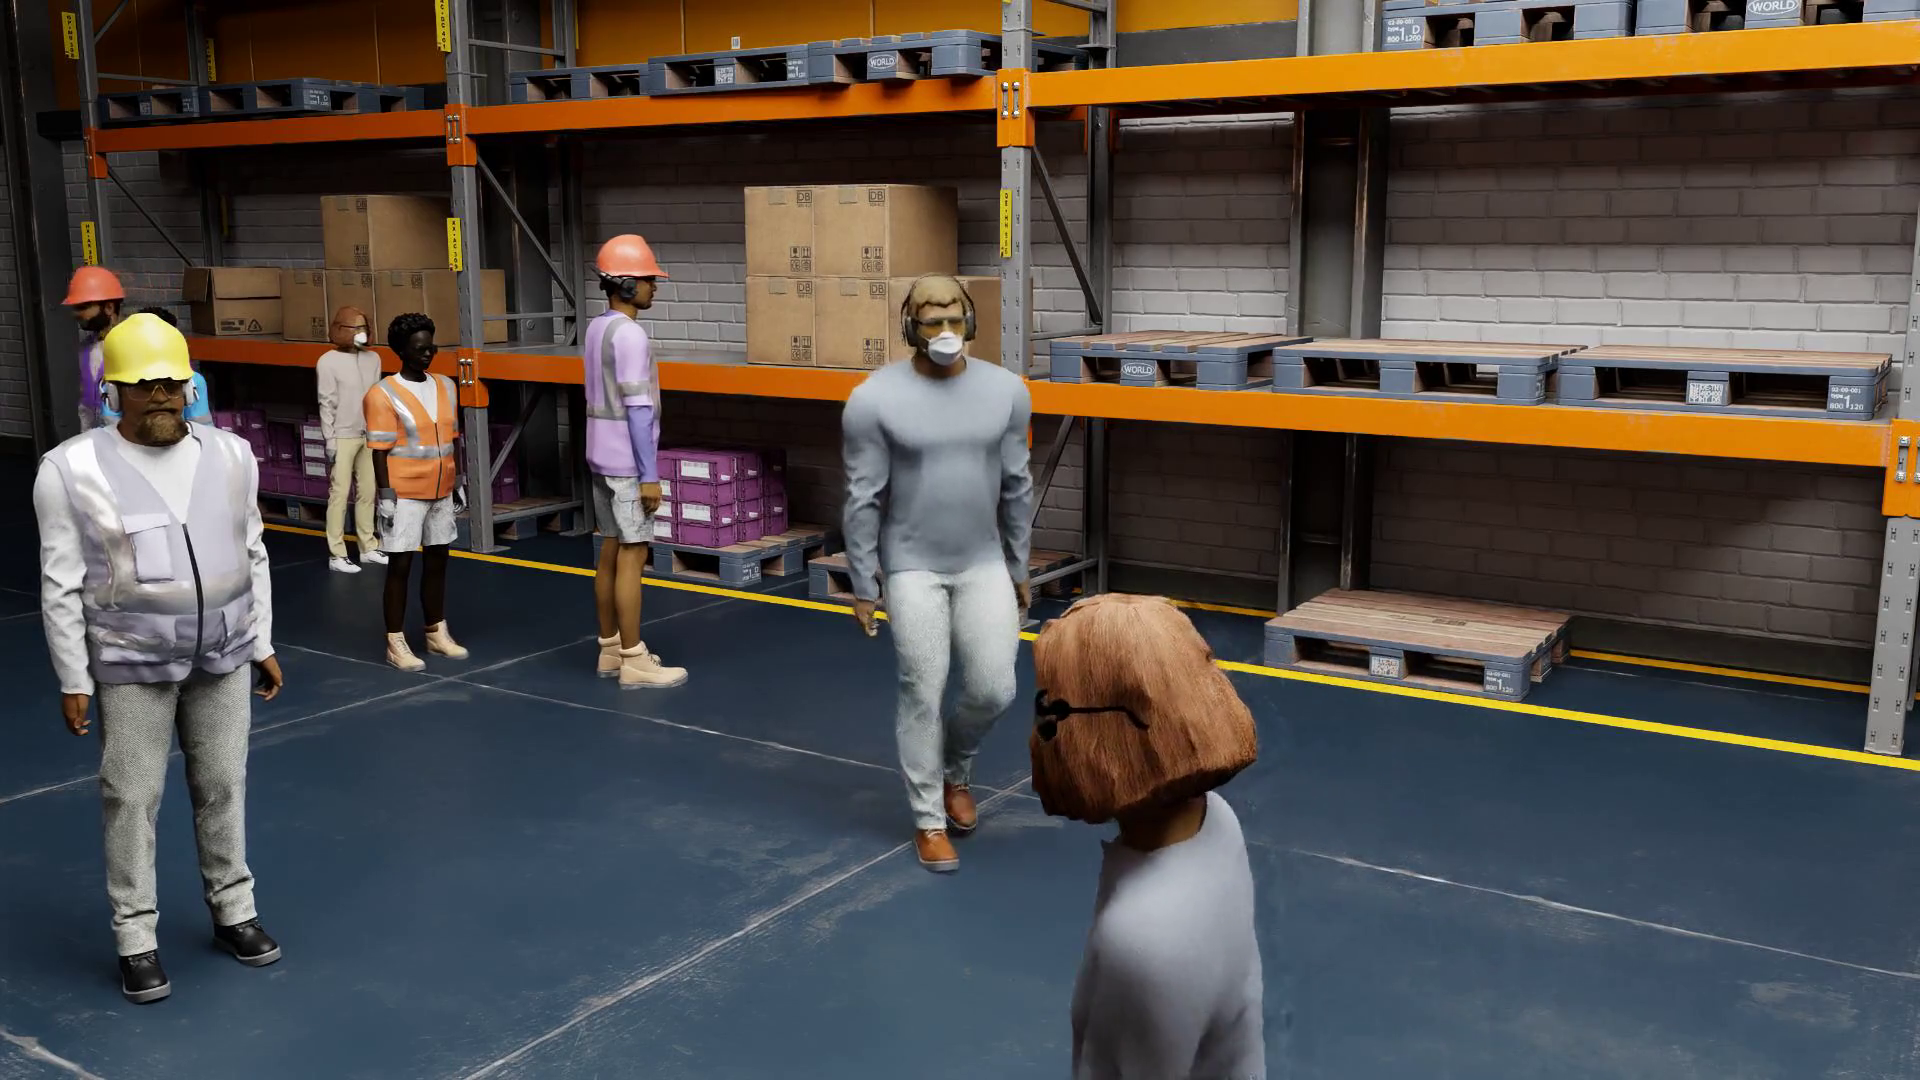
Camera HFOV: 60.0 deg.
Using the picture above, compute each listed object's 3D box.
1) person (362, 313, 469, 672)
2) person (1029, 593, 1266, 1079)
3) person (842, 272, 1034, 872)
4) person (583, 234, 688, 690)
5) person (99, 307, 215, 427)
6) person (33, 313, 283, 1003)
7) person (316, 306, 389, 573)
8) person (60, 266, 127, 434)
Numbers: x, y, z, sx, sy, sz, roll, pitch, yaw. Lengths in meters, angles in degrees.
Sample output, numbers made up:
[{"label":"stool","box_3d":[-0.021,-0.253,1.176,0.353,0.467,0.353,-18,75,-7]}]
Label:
[{"label":"person","box_3d":[-2.562,-0.225,7.865,0.322,1.690,0.536,6,12,29]},{"label":"person","box_3d":[0.242,0.863,2.016,0.336,1.614,0.537,2,10,11]},{"label":"person","box_3d":[-0.059,0.110,5.346,0.647,1.920,0.450,-3,11,-17]},{"label":"person","box_3d":[-1.497,-0.350,7.560,0.388,2.045,0.605,-6,12,-28]},{"label":"person","box_3d":[-3.956,-0.304,8.270,0.542,1.695,0.316,-1,10,-3]},{"label":"person","box_3d":[-2.130,0.308,4.499,0.404,1.830,0.602,9,14,42]},{"label":"person","box_3d":[-3.715,-0.617,10.210,0.285,1.626,0.495,5,11,24]},{"label":"person","box_3d":[-4.228,-0.465,8.612,0.557,1.904,0.908,7,12,32]}]
